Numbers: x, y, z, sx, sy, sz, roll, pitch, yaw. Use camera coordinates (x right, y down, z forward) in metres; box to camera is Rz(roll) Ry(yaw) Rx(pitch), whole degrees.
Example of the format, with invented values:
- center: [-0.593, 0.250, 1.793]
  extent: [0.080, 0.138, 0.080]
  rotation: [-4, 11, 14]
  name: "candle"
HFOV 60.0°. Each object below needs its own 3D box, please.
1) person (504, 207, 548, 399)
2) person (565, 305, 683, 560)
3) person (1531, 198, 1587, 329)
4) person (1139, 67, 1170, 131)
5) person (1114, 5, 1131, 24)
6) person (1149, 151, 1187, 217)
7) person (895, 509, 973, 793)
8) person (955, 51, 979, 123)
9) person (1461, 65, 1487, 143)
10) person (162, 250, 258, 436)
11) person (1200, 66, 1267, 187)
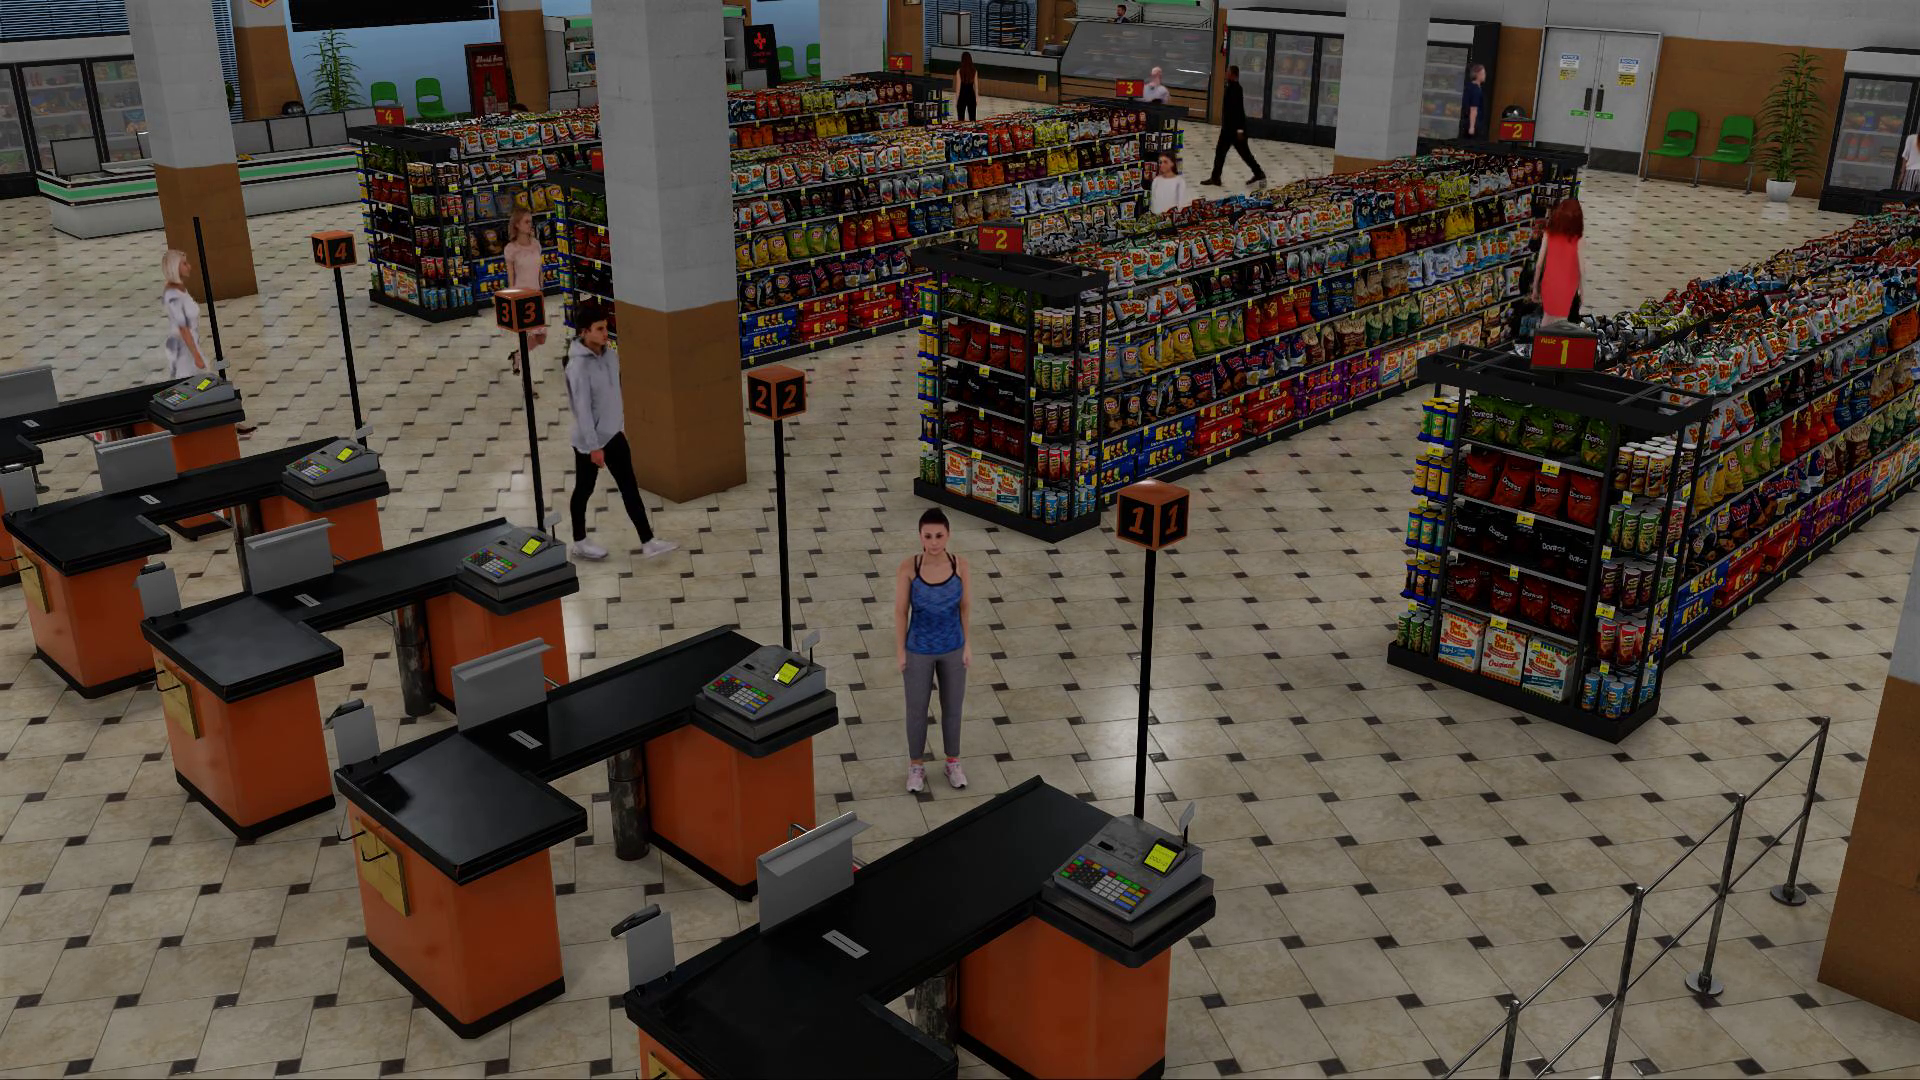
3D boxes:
- center: [-4.177, -2.256, 15.773]
  extent: [0.622, 1.811, 0.744]
  rotation: [20, 30, 41]
  name: "person"
- center: [-2.675, -0.742, 11.896]
  extent: [1.017, 1.891, 1.137]
  rotation: [10, 24, 23]
  name: "person"
- center: [5.724, -2.362, 16.037]
  extent: [0.609, 1.811, 0.608]
  rotation: [18, 28, 38]
  name: "person"
- center: [3.053, -6.618, 26.613]
  extent: [0.751, 1.822, 0.723]
  rotation: [13, 25, 29]
  name: "person"
- center: [3.717, -11.425, 38.514]
  extent: [0.614, 1.868, 0.570]
  rotation: [20, 29, 41]
  name: "person"
- center: [2.475, -3.751, 19.664]
  extent: [0.722, 1.682, 0.827]
  rotation: [12, 25, 28]
  name: "person"
- center: [-0.135, 0.590, 8.960]
  extent: [0.639, 1.610, 0.722]
  rotation: [-4, 22, -10]
  name: "person"
- center: [0.113, -7.906, 29.949]
  extent: [0.594, 1.726, 0.711]
  rotation: [-7, 23, -16]
  name: "person"
- center: [8.120, -6.626, 26.621]
  extent: [1.162, 1.831, 1.176]
  rotation: [2, 22, 5]
  name: "person"
- center: [-6.737, -1.599, 14.265]
  extent: [1.059, 1.716, 0.890]
  rotation: [-6, 23, -13]
  name: "person"
- center: [4.428, -6.476, 26.216]
  extent: [1.209, 1.855, 1.298]
  rotation: [4, 22, 10]
  name: "person"
